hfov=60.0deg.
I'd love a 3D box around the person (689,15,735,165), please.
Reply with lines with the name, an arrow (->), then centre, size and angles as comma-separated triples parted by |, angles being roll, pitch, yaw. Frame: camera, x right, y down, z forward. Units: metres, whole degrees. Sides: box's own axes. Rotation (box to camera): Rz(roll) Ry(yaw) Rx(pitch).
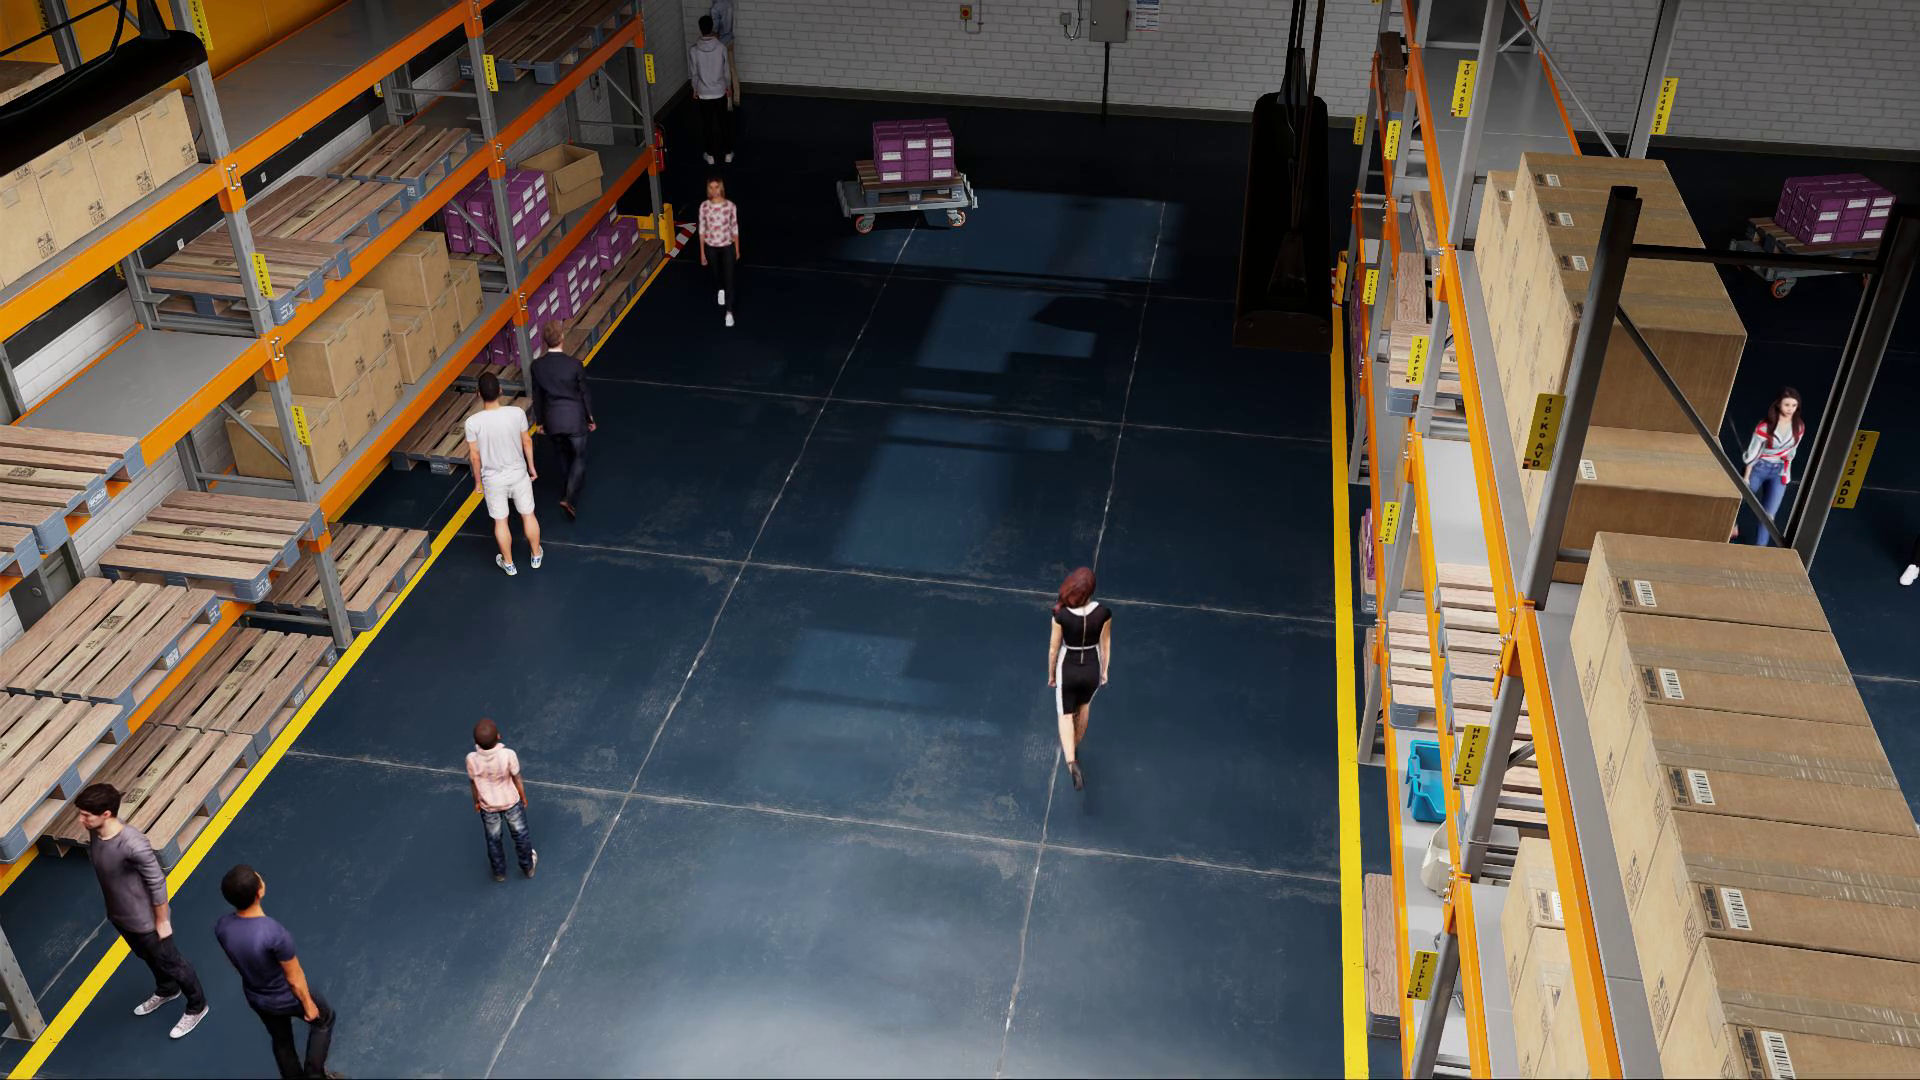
person -> -3.271, -5.937, 21.930 | 0.764, 1.929, 0.735 | -8, 35, -13

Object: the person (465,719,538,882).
person -> -3.043, 1.717, 10.978 | 0.547, 1.306, 0.557 | -6, 34, -9

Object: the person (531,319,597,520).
person -> -3.504, -1.046, 14.691 | 0.683, 1.797, 0.990 | 4, 34, 6

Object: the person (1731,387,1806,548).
person -> 6.856, -0.604, 14.232 | 0.679, 1.568, 1.107 | 3, 34, 4

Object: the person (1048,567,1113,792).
person -> 0.835, 0.996, 11.635 | 0.726, 1.779, 1.010 | -2, 34, -3

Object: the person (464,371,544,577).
person -> -3.810, -0.552, 13.897 | 0.761, 1.854, 0.782 | -16, 37, -23

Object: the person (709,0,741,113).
person -> -3.370, -7.051, 23.680 | 0.764, 1.847, 0.568 | 14, 36, 21

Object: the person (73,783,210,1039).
person -> -4.848, 2.159, 9.819 | 0.746, 1.852, 0.689 | 20, 38, 27

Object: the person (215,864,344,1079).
person -> -3.844, 2.576, 9.257 | 0.692, 1.781, 0.597 | 9, 35, 13

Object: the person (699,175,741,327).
person -> -2.623, -3.204, 18.133 | 0.719, 1.580, 1.179 | -1, 34, -2
